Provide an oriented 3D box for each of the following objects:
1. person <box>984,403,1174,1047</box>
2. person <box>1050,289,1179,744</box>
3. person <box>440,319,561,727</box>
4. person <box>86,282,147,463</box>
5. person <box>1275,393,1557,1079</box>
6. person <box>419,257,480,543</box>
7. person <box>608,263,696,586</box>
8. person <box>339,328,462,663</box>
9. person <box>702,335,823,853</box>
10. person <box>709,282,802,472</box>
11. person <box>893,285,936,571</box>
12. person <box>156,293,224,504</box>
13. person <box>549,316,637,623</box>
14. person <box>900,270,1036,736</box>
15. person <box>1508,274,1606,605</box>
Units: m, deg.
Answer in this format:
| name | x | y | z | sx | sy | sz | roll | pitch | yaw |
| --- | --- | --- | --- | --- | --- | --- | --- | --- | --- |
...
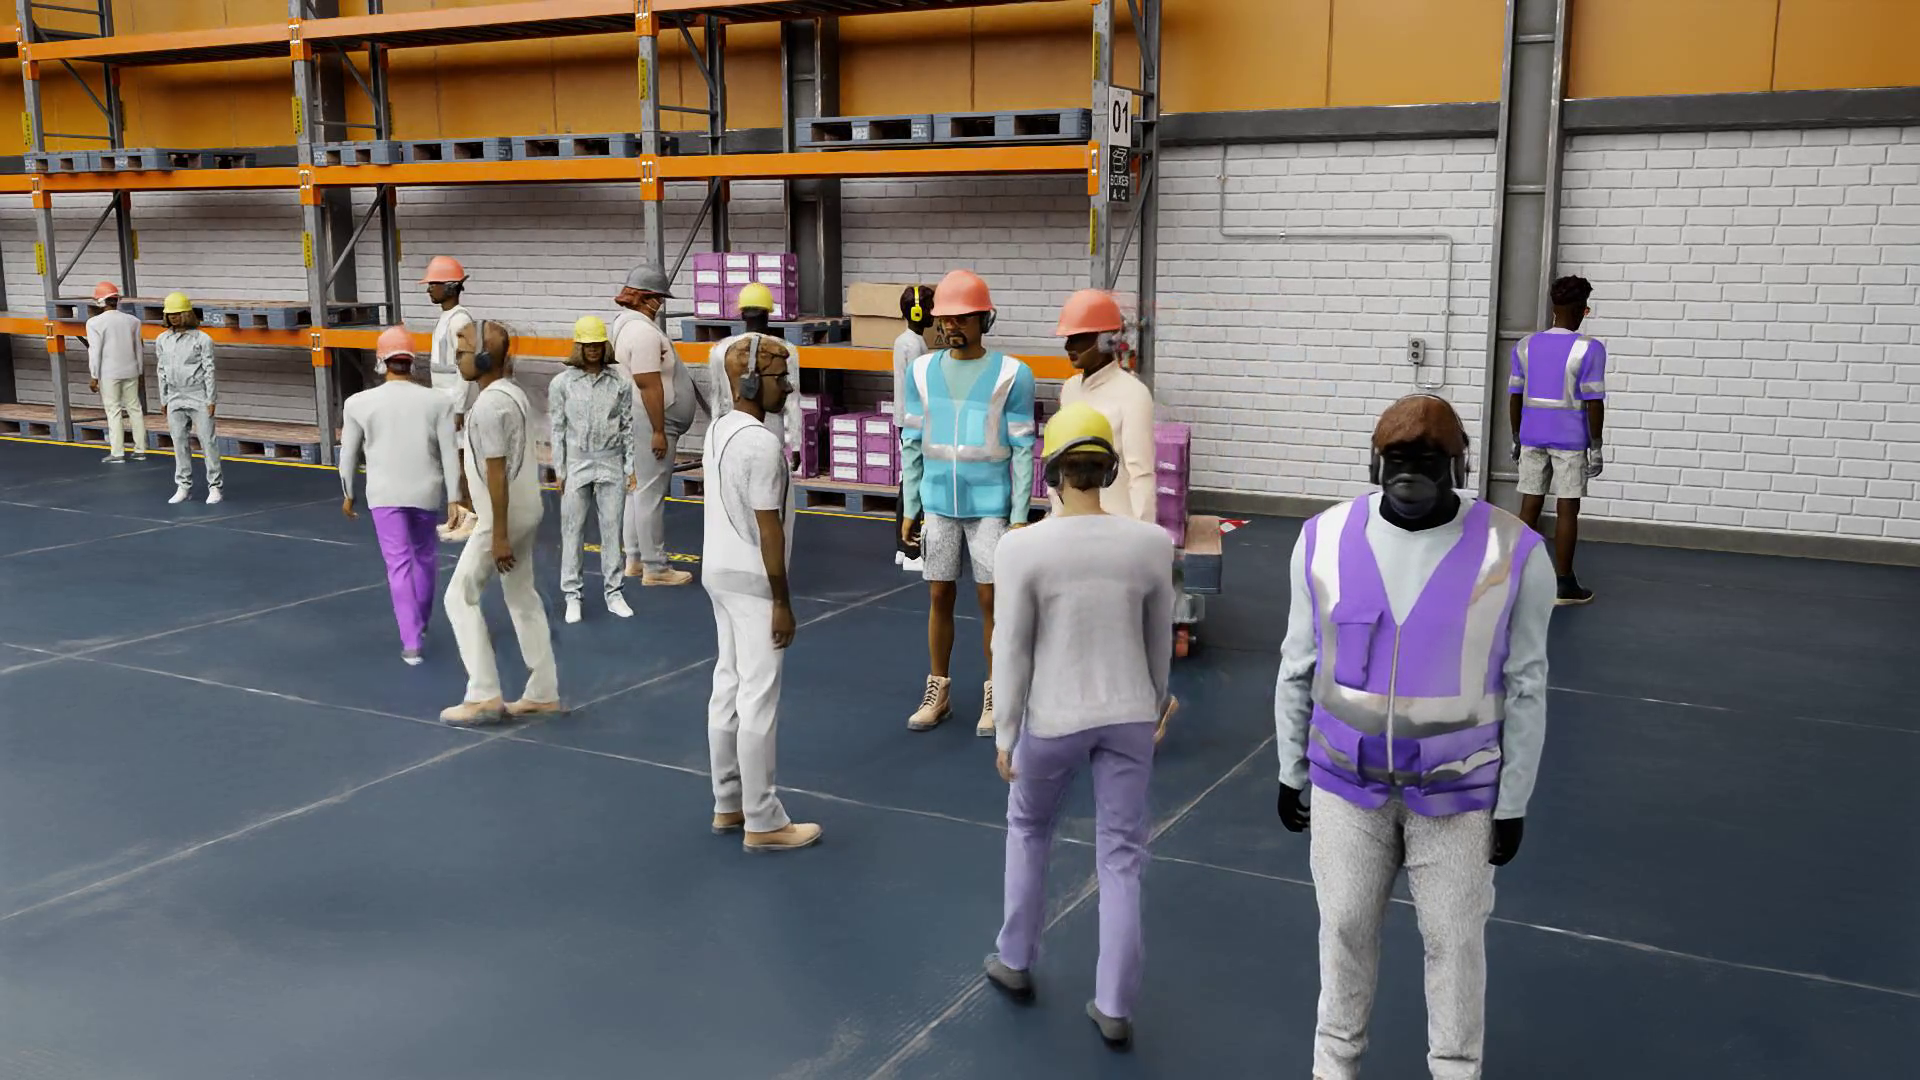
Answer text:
| name | x | y | z | sx | sy | sz | roll | pitch | yaw |
| --- | --- | --- | --- | --- | --- | --- | --- | --- | --- |
| person | 0.327 | 0.487 | 4.647 | 0.539 | 1.727 | 0.685 | -2 | 10 | -9 |
| person | 0.583 | -0.053 | 6.947 | 0.472 | 1.976 | 0.624 | -4 | 11 | -22 |
| person | -2.122 | -0.066 | 7.426 | 0.660 | 1.820 | 0.556 | 0 | 10 | -1 |
| person | -8.231 | -1.629 | 16.201 | 0.349 | 1.747 | 0.564 | 6 | 12 | 29 |
| person | 1.043 | 0.568 | 3.930 | 0.626 | 1.836 | 0.430 | 5 | 11 | 26 |
| person | -3.652 | -1.005 | 11.975 | 0.373 | 2.044 | 0.606 | -5 | 11 | -26 |
| person | -1.944 | -0.743 | 10.548 | 0.537 | 2.000 | 0.679 | -5 | 12 | -27 |
| person | -2.943 | -0.251 | 8.753 | 0.573 | 1.706 | 0.878 | -6 | 12 | -30 |
| person | -0.741 | 0.192 | 5.965 | 0.351 | 1.842 | 0.507 | -6 | 12 | -30 |
| person | -1.269 | -0.628 | 10.282 | 0.589 | 1.905 | 0.548 | 2 | 11 | 11 |
| person | -0.272 | -0.733 | 10.957 | 0.328 | 1.872 | 0.511 | -2 | 11 | -12 |
| person | -6.335 | -1.151 | 13.636 | 0.484 | 1.736 | 0.343 | 1 | 10 | 4 |
| person | -2.083 | -0.403 | 9.499 | 0.484 | 1.744 | 0.296 | -5 | 11 | -26 |
| person | 0.020 | -0.151 | 7.296 | 0.611 | 2.043 | 0.374 | 3 | 11 | 18 |
| person | 3.577 | -0.600 | 9.964 | 0.362 | 1.963 | 0.614 | -8 | 13 | -38 |
